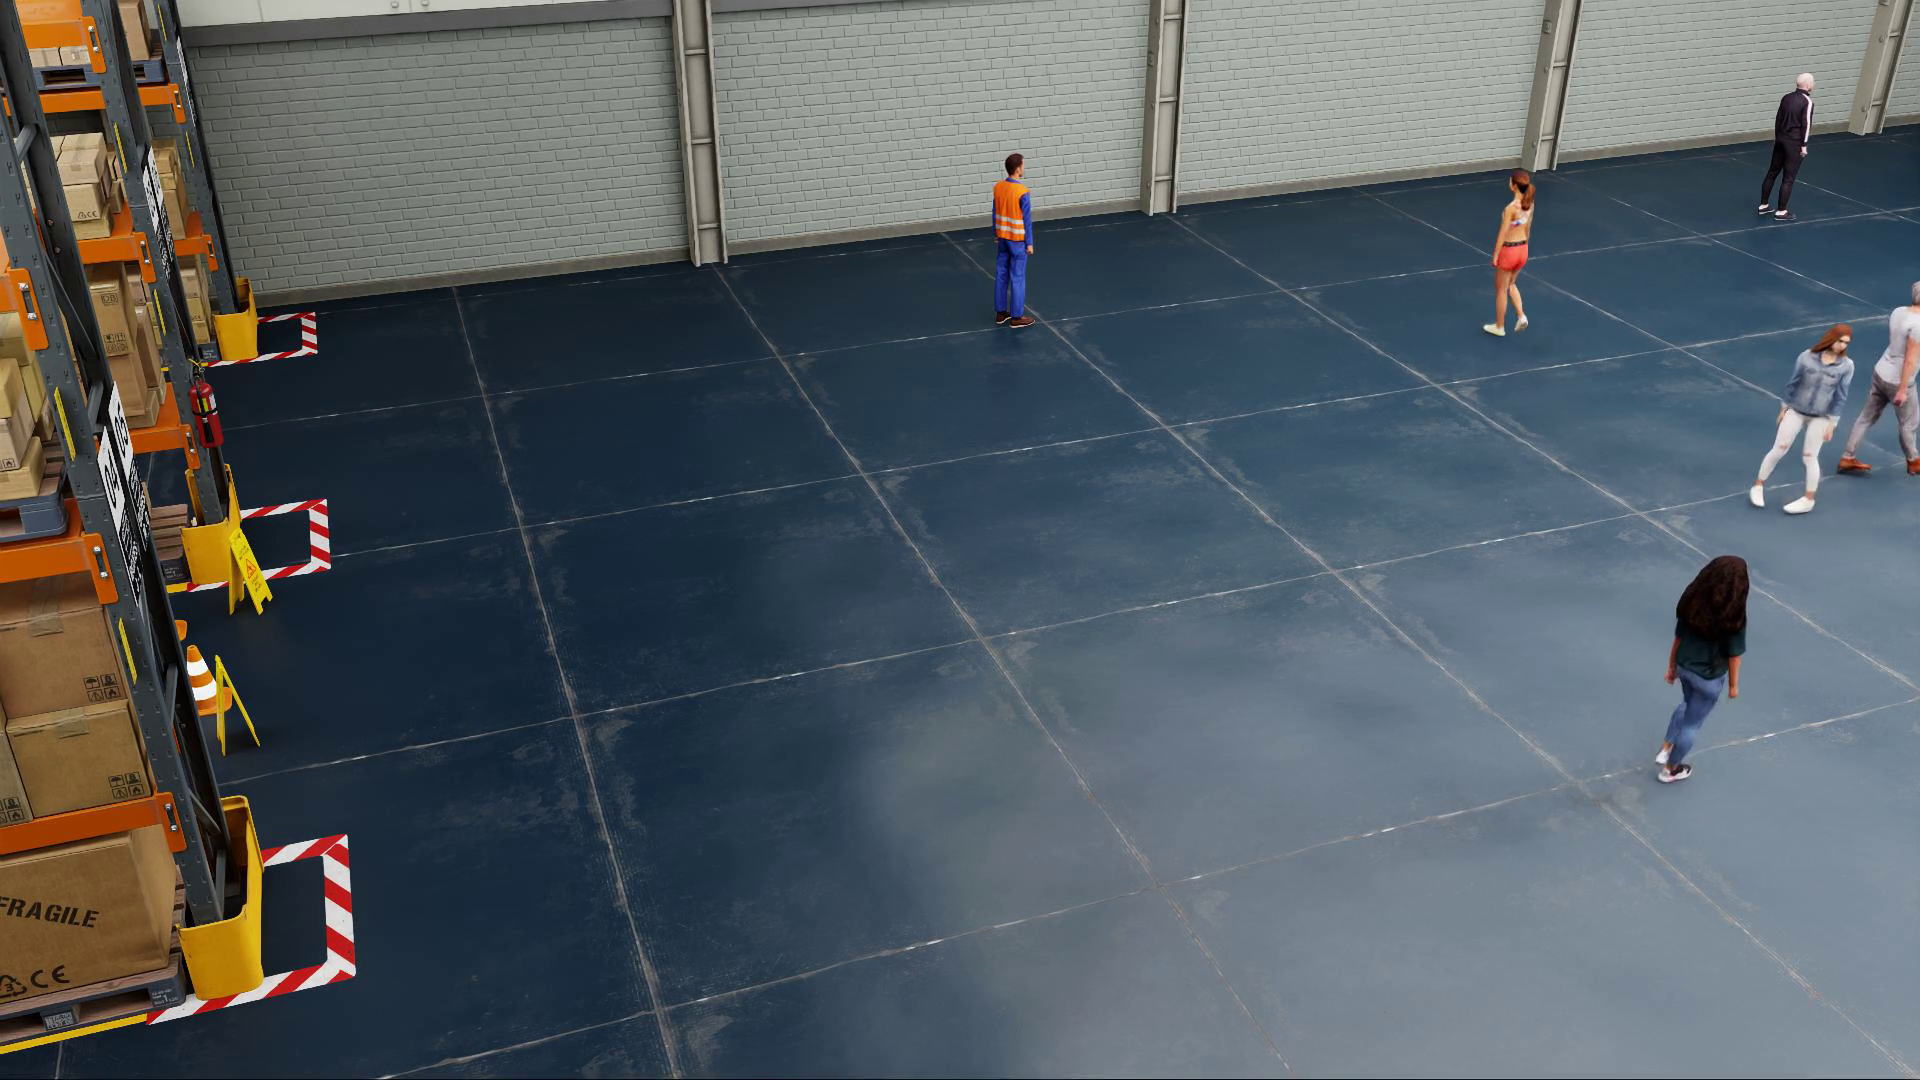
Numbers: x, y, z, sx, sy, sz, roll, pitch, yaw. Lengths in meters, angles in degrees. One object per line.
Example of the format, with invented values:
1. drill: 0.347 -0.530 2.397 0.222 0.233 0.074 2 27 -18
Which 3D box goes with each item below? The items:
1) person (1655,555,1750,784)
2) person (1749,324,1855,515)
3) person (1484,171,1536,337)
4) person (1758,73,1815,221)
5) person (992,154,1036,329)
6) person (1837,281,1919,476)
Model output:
1. person: 4.598 0.855 10.449 0.635 1.602 0.616 -14 31 -25
2. person: 7.146 -1.021 13.900 0.777 1.670 0.792 23 35 36
3. person: 5.847 -2.960 17.421 0.742 1.783 0.743 -16 32 -27
4. person: 10.600 -5.043 21.274 0.548 1.837 0.655 -10 30 -17
5. person: 0.565 -3.214 17.812 0.766 1.863 0.789 -25 37 -39
6. person: 8.023 -1.384 14.447 1.179 1.797 0.976 1 28 2
